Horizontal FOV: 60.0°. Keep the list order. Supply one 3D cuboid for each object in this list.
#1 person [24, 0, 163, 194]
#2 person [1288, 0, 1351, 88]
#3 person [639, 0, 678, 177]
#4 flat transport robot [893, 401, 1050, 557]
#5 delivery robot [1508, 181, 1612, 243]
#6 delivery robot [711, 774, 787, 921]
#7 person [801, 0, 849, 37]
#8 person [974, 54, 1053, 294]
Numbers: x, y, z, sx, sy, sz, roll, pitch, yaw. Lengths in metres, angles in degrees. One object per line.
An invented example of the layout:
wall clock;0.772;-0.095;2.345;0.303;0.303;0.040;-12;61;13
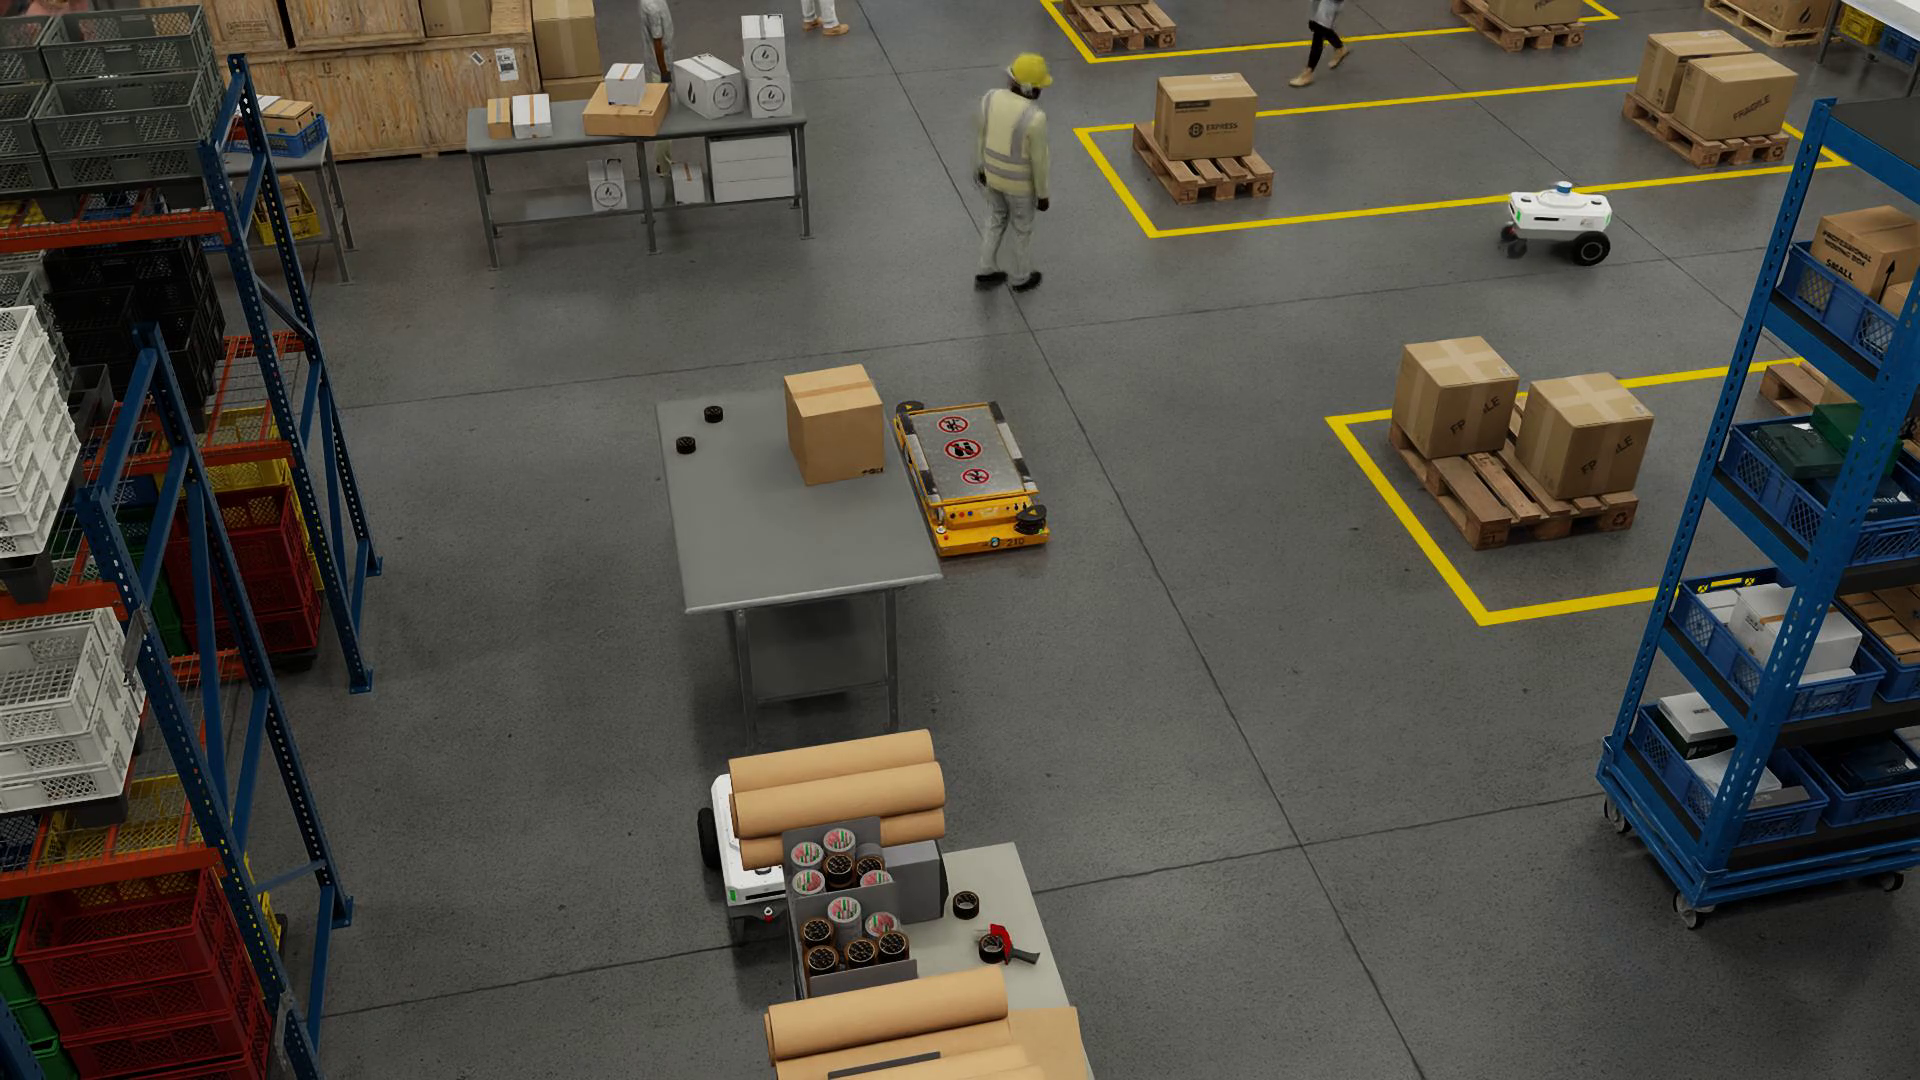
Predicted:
person;-6.955;-3.616;13.071;0.935;1.864;0.656;12;38;15
person;3.345;-4.953;15.023;0.652;1.672;0.554;-14;39;-18
person;-2.354;-3.740;13.233;0.310;1.863;0.534;-8;37;-10
flat transport robot;0.046;-0.430;10.108;0.652;0.197;1.431;-8;37;-10
delivery robot;4.503;-2.457;12.521;0.707;0.478;0.477;3;37;4
delivery robot;-0.905;1.343;7.414;0.477;0.478;0.707;-8;37;-10
person;-1.369;-5.815;16.040;0.619;1.845;0.430;30;46;34
person;0.381;-2.552;11.710;0.439;1.801;0.675;-29;46;-33
